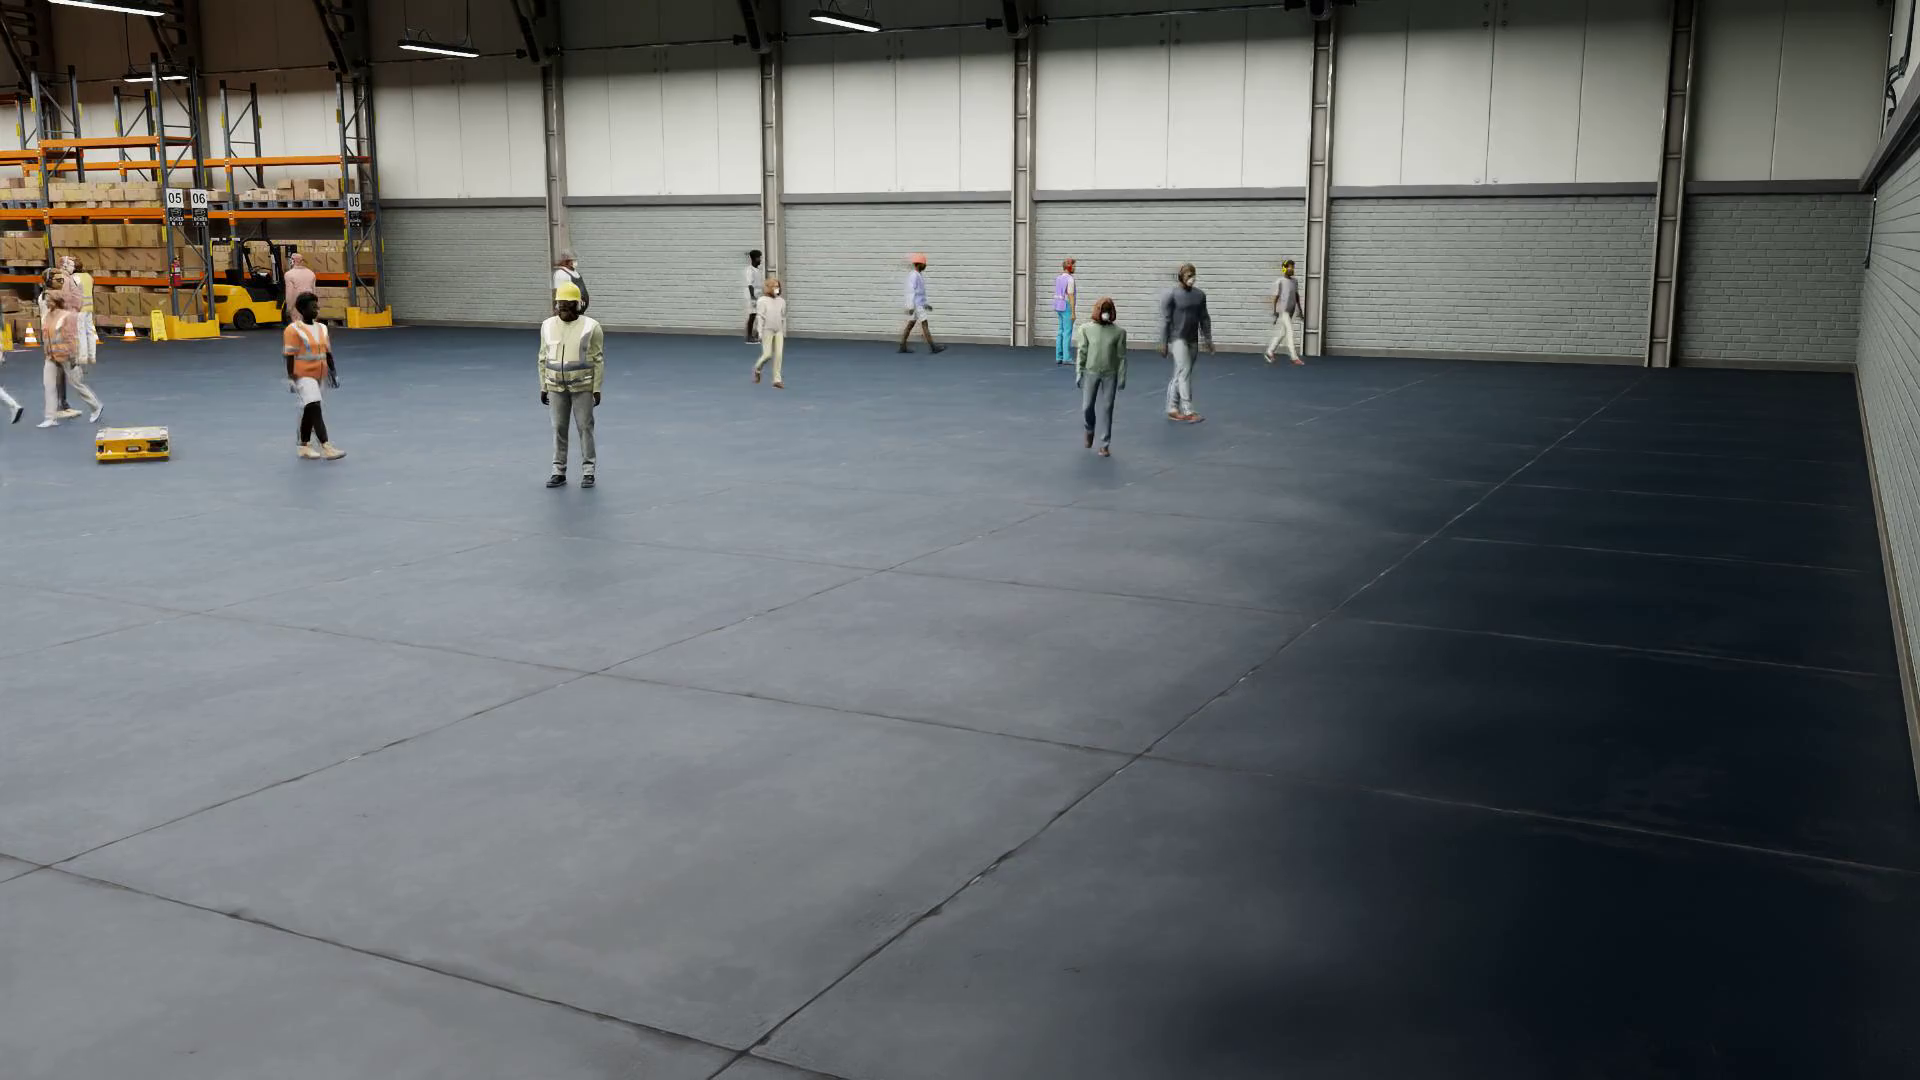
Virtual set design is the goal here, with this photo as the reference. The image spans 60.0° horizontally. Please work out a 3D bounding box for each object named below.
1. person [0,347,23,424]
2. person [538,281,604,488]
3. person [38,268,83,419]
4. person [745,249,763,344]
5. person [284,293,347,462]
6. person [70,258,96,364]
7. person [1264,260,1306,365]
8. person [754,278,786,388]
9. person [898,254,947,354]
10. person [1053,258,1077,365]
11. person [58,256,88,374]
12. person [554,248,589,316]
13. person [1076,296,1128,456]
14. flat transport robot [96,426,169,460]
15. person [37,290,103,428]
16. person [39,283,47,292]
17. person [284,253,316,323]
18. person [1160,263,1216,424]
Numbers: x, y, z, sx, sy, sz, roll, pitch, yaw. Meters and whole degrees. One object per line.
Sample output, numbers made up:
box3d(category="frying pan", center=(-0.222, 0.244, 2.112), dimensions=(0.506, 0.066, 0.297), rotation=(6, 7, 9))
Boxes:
box3d(category="person", center=(-11.187, -2.076, 19.196), dimensions=(0.425, 1.623, 0.532), rotation=(-1, 10, -5))
box3d(category="person", center=(-3.471, -1.377, 14.814), dimensions=(0.587, 1.836, 0.404), rotation=(1, 10, 5))
box3d(category="person", center=(-11.097, -2.417, 20.460), dimensions=(0.346, 1.846, 0.507), rotation=(-2, 11, -11))
box3d(category="person", center=(-4.164, -5.014, 34.336), dimensions=(0.591, 1.942, 0.627), rotation=(2, 11, 13))
box3d(category="person", center=(-6.343, -1.609, 16.505), dimensions=(0.769, 1.663, 0.553), rotation=(4, 11, 19))
box3d(category="person", center=(-15.409, -4.001, 29.101), dimensions=(0.429, 1.847, 0.623), rotation=(1, 10, 4))
box3d(category="person", center=(5.692, -3.985, 29.071), dimensions=(0.520, 1.831, 0.979), rotation=(-9, 13, -39))
box3d(category="person", center=(-2.797, -3.043, 24.475), dimensions=(0.508, 1.615, 0.512), rotation=(-8, 13, -38))
box3d(category="person", center=(-0.733, -4.463, 31.500), dimensions=(0.979, 1.882, 0.555), rotation=(1, 10, 4))
box3d(category="person", center=(1.829, -3.959, 28.870), dimensions=(0.373, 1.840, 0.571), rotation=(-4, 11, -23))
box3d(category="person", center=(-14.423, -3.636, 26.955), dimensions=(0.406, 1.903, 0.638), rotation=(-7, 12, -33))
box3d(category="person", center=(-6.875, -4.115, 29.184), dimensions=(0.758, 2.000, 0.692), rotation=(3, 11, 15))
box3d(category="person", center=(1.448, -1.675, 16.990), dimensions=(0.526, 1.620, 0.419), rotation=(0, 10, 1))
box3d(category="flat transport robot", center=(-8.477, -1.004, 17.050), dimensions=(0.652, 0.197, 1.431), rotation=(-5, 11, -25))
box3d(category="person", center=(-10.576, -2.152, 19.666), dimensions=(0.522, 1.615, 0.759), rotation=(4, 11, 19))
box3d(category="person", center=(-24.235, -6.816, 44.283), dimensions=(0.445, 1.909, 0.613), rotation=(4, 11, 19))
box3d(category="person", center=(-12.134, -4.300, 30.558), dimensions=(0.402, 1.911, 0.639), rotation=(6, 12, 30))
box3d(category="person", center=(2.771, -2.341, 19.871), dimensions=(0.650, 1.902, 0.904), rotation=(-8, 13, -36))
